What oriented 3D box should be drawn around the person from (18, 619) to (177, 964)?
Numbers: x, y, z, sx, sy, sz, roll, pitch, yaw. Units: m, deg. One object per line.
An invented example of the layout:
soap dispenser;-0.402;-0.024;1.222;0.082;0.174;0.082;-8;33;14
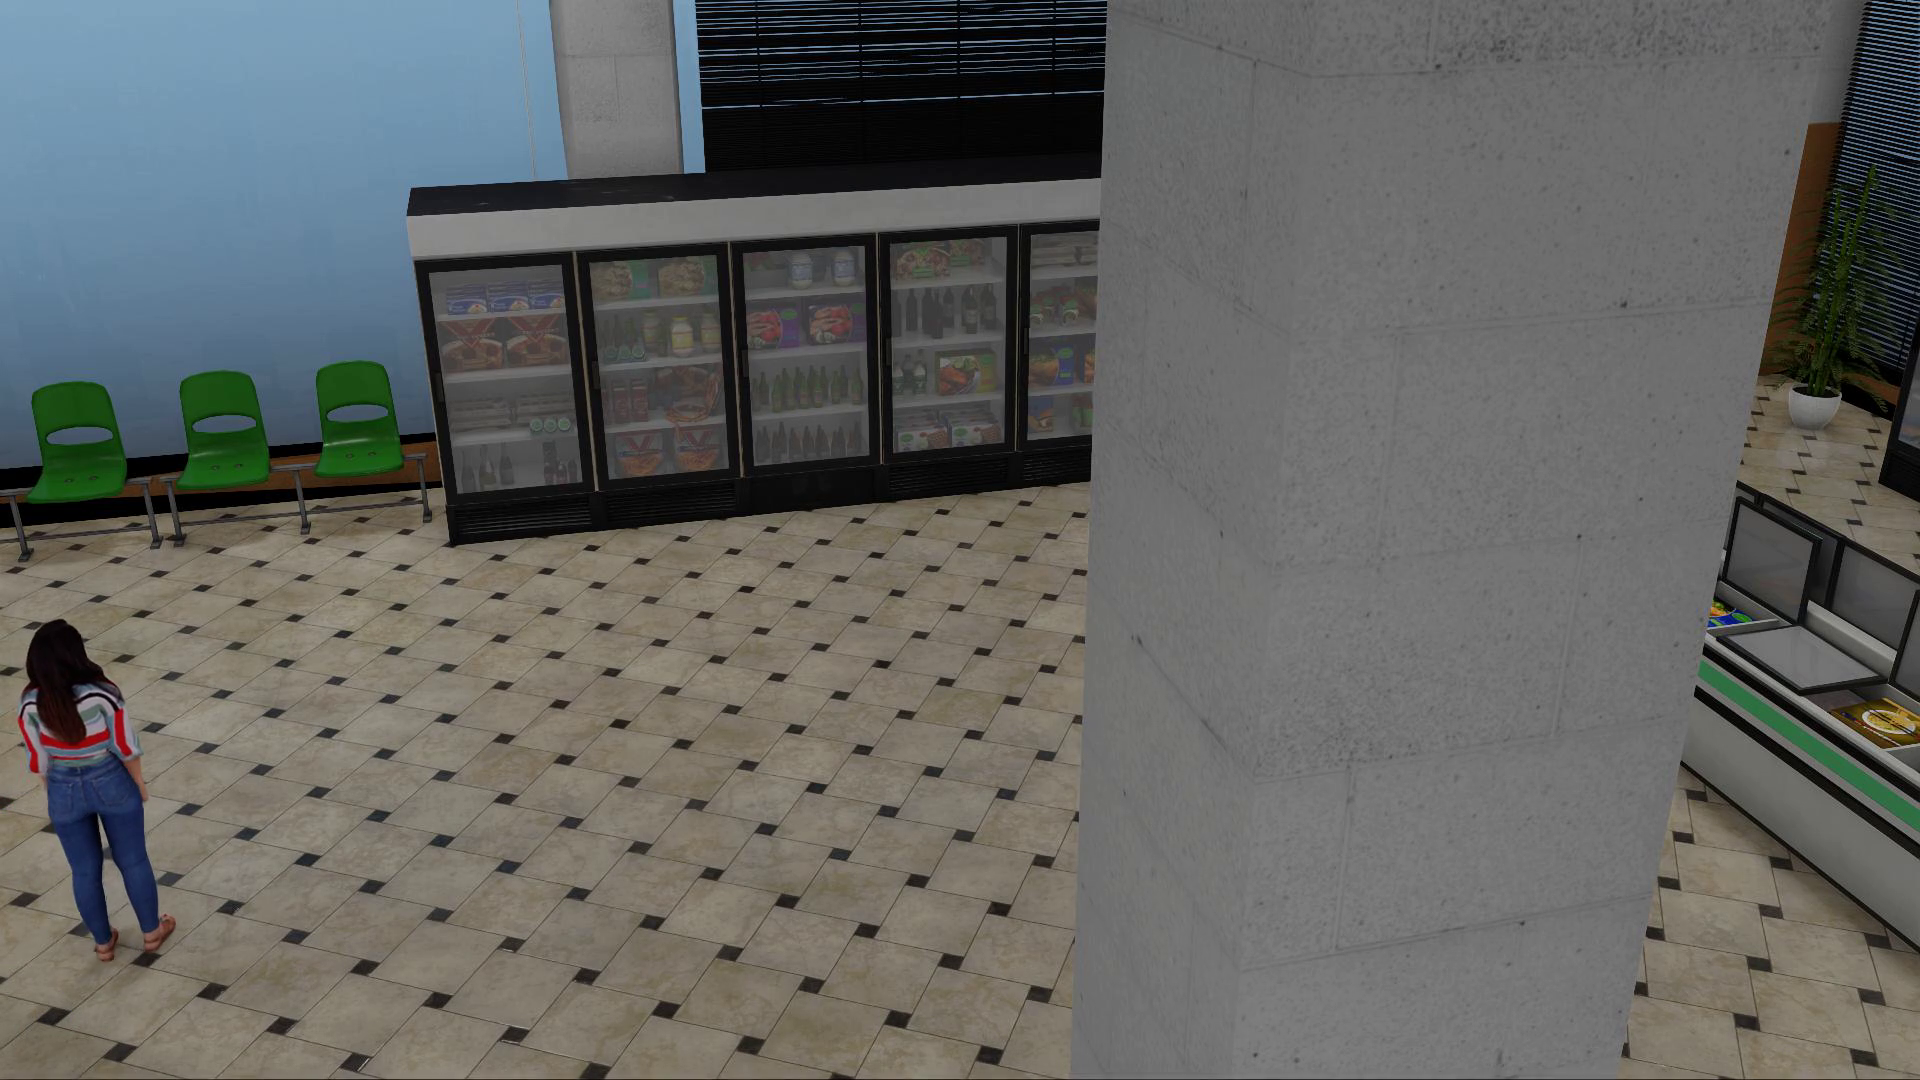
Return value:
person;-3.726;1.080;7.123;0.597;1.612;0.500;-7;25;-15
